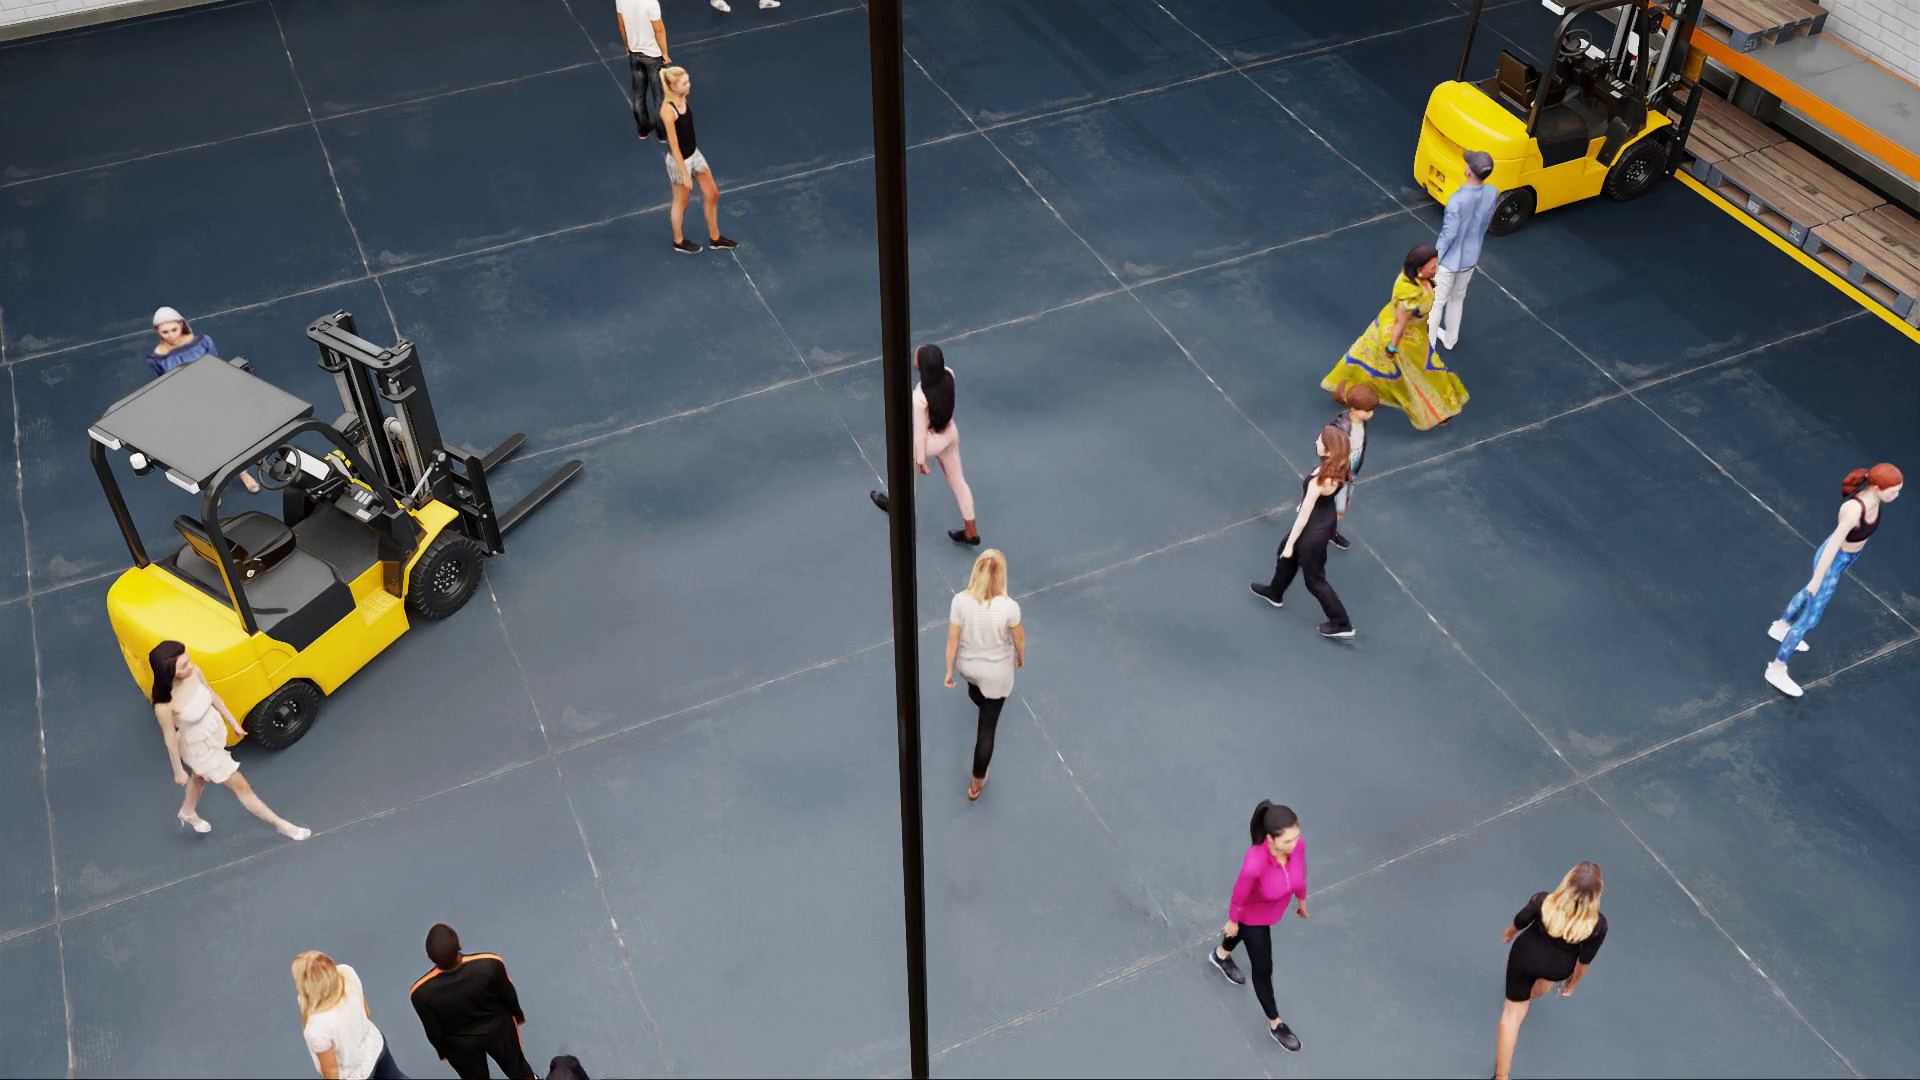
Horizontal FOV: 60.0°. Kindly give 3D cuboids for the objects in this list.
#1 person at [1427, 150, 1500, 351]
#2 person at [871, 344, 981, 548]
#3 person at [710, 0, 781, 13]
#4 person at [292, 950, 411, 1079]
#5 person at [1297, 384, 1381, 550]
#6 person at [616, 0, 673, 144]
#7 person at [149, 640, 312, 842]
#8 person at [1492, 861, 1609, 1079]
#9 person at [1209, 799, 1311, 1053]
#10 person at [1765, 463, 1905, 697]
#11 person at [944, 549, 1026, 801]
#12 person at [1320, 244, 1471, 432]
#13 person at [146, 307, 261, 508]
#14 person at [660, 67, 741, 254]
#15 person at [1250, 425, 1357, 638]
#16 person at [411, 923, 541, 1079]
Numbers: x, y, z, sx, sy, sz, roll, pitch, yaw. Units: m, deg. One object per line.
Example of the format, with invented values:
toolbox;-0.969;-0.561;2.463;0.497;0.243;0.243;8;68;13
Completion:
person;3.984;-2.291;13.339;0.647;1.888;0.568;-20;47;-19
person;-0.107;-0.636;11.757;1.241;1.676;0.974;28;50;26
person;-2.456;-6.385;17.951;0.894;1.455;1.018;-1;44;-1
person;-2.978;2.592;8.271;0.718;1.809;0.621;5;44;5
person;2.666;-0.533;11.820;0.736;1.438;0.650;34;53;31
person;-3.014;-4.666;15.900;0.689;1.805;0.768;17;46;17
person;-4.536;1.214;9.814;1.005;1.676;1.082;4;44;4
person;3.023;2.298;8.706;0.998;1.635;1.078;13;45;14
person;1.579;1.944;9.059;0.747;1.671;1.073;-28;50;-26
person;5.670;0.187;10.829;0.803;1.773;0.818;34;53;31
person;0.144;0.865;10.111;1.074;1.772;1.243;7;44;8
person;3.298;-1.577;12.807;1.335;1.599;1.393;9;44;9
person;-5.533;-0.993;12.123;0.651;1.697;0.614;-26;49;-24
person;-2.480;-3.302;14.447;0.962;1.824;0.918;10;45;11
person;2.439;-0.025;11.088;1.134;1.713;0.943;22;48;22
person;-2.432;2.479;8.391;0.627;1.809;0.538;-20;47;-20
